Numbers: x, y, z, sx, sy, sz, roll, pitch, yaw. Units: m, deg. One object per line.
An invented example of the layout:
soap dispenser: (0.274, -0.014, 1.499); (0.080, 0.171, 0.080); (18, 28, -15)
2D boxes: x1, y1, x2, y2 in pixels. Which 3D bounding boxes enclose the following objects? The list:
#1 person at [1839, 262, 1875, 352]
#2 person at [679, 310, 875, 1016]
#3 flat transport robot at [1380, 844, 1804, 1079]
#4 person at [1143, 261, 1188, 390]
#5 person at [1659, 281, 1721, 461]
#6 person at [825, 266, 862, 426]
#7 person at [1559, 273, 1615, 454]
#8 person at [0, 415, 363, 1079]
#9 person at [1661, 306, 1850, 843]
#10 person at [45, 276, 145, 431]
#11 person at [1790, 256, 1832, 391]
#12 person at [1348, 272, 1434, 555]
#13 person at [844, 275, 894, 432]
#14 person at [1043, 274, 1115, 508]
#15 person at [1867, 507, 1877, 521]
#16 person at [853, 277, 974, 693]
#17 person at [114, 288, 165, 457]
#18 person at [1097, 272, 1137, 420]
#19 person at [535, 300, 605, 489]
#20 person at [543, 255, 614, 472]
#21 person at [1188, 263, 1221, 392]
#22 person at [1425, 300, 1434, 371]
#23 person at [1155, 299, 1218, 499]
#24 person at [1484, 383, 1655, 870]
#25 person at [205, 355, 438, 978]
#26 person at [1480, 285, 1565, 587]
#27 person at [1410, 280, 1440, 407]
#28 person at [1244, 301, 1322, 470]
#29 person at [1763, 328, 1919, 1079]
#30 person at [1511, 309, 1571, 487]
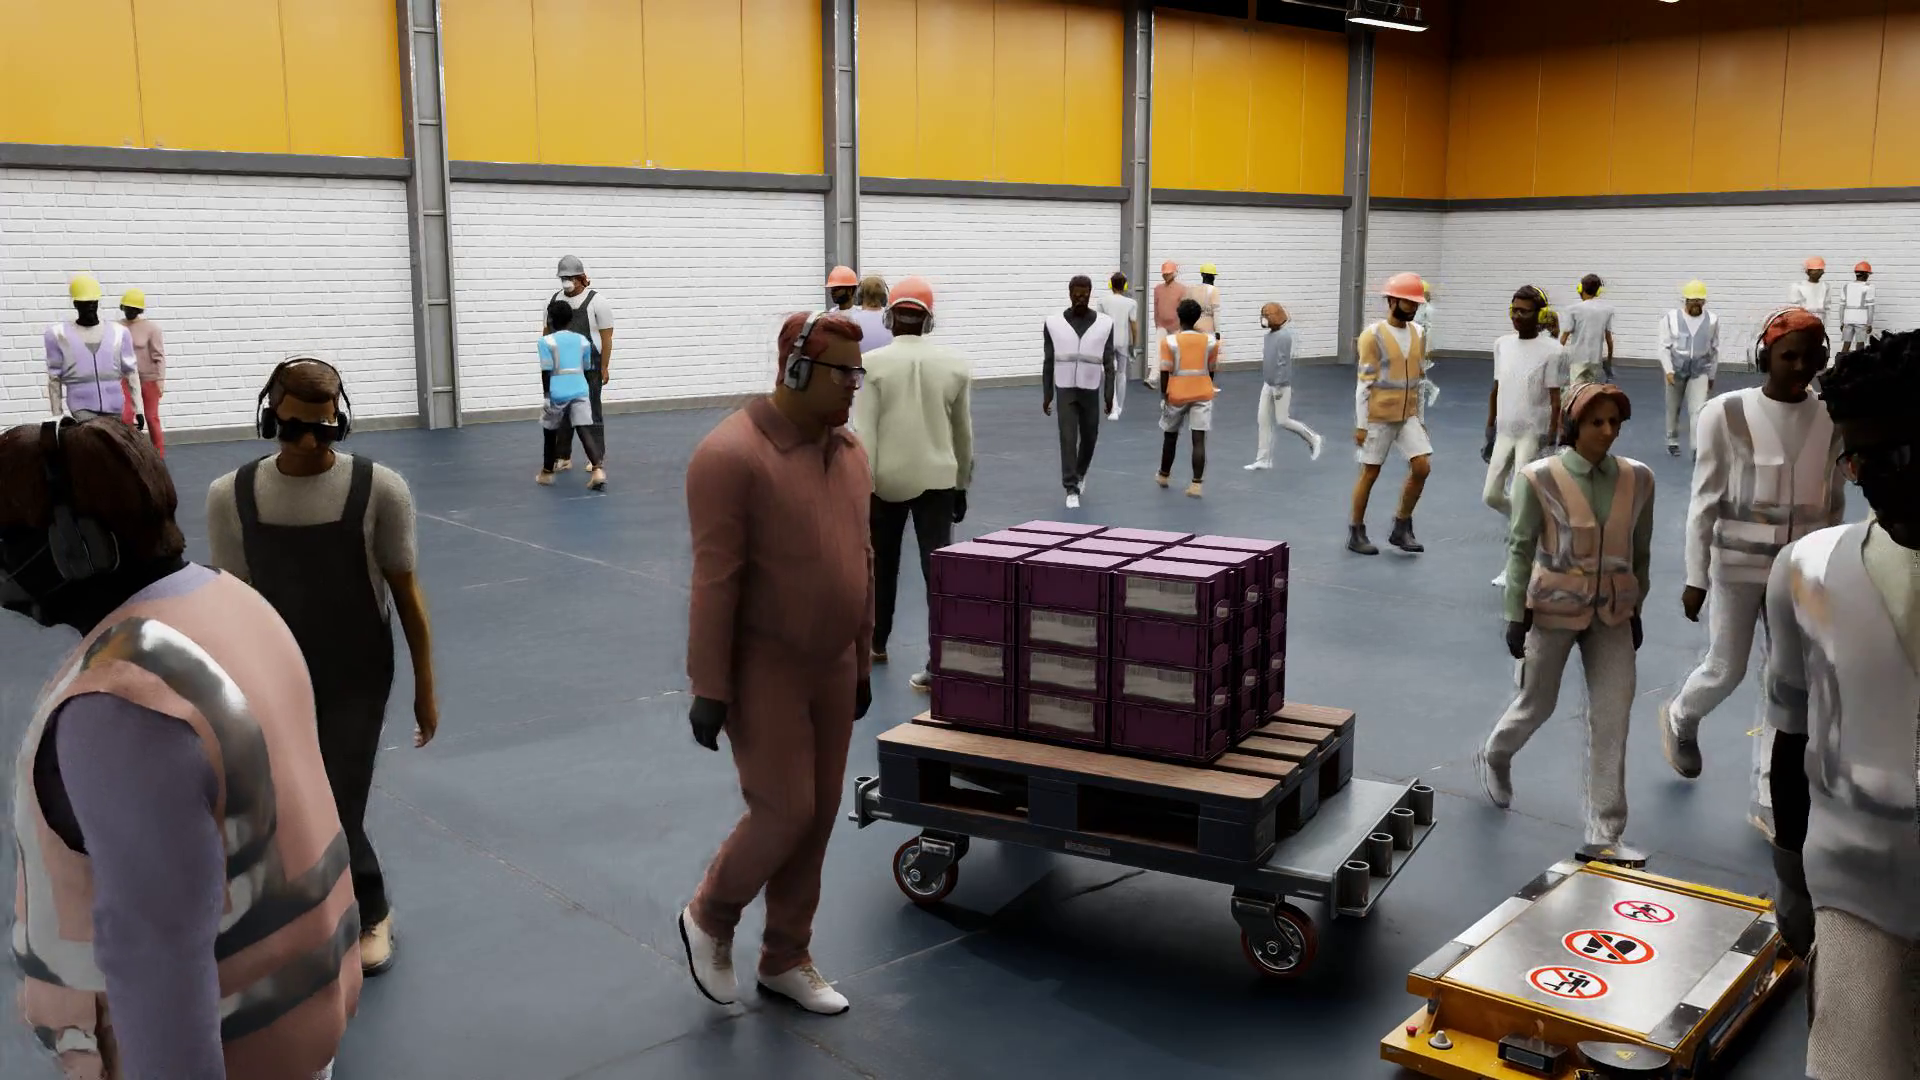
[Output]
person: (14.591, -3.551, 27.056); (0.384, 1.930, 0.547); (-6, 12, -33)
person: (-0.442, 0.338, 4.421); (0.425, 1.883, 0.675); (7, 12, 35)
flat transport robot: (1.740, 1.143, 4.423); (0.652, 0.197, 1.431); (8, 13, 39)
person: (3.172, -3.251, 25.256); (0.638, 1.931, 1.040); (7, 12, 34)
person: (7.251, -1.680, 16.547); (0.578, 1.777, 0.912); (3, 10, 14)
person: (-0.981, -1.355, 14.172); (0.542, 1.939, 0.365); (9, 14, 44)
person: (6.324, -1.779, 16.922); (0.657, 1.846, 0.416); (-1, 10, -8)
person: (-1.093, 0.723, 2.388); (0.440, 1.820, 0.651); (-1, 10, -7)
person: (2.842, 0.090, 5.970); (0.589, 1.861, 0.832); (0, 10, 0)
person: (-6.434, -1.019, 12.399); (0.601, 1.880, 0.973); (-8, 12, -39)
person: (12.292, -3.084, 24.055); (0.619, 2.028, 0.416); (0, 10, 1)
person: (2.924, -0.830, 11.158); (0.565, 1.912, 0.615); (-4, 11, -25)
person: (-0.647, -0.929, 11.834); (0.643, 1.881, 1.003); (-2, 10, -14)
person: (0.971, -1.239, 13.673); (0.592, 1.888, 0.831); (0, 10, -2)
person: (3.471, 0.152, 5.713); (0.596, 1.805, 0.717); (3, 10, 16)
person: (-0.225, -0.277, 7.912); (0.624, 1.916, 1.091); (-3, 10, -17)
person: (-7.663, -1.484, 15.537); (0.540, 1.724, 0.648); (-1, 10, -4)
person: (1.922, -2.414, 20.751); (0.537, 1.816, 0.992); (-1, 10, -4)
person: (-3.403, -1.261, 14.474); (0.539, 1.651, 0.891); (-9, 14, -44)
person: (-3.622, -1.649, 15.593); (0.689, 2.000, 0.538); (2, 10, 13)
person: (3.660, -3.161, 24.784); (0.380, 1.922, 0.593); (-8, 12, -38)
person: (7.991, -3.727, 29.037); (0.543, 1.589, 0.845); (9, 13, 44)
person: (1.909, -1.203, 14.101); (0.535, 1.647, 0.847); (-1, 10, -6)
person: (2.094, 0.251, 5.743); (0.526, 1.614, 0.750); (-1, 10, -6)
person: (-1.665, 0.401, 4.373); (0.524, 1.778, 0.968); (-1, 10, -3)
person: (3.488, -0.645, 10.274); (0.535, 1.851, 0.538); (-6, 12, -33)
person: (5.982, -2.501, 21.515); (0.579, 1.729, 0.488); (-3, 10, -19)
person: (3.072, -1.459, 15.748); (0.691, 1.605, 0.499); (-3, 10, -19)
person: (1.604, 0.609, 2.782); (0.602, 1.895, 0.948); (7, 12, 36)
person: (4.441, -0.966, 12.870); (0.518, 1.634, 0.306); (4, 11, 23)
